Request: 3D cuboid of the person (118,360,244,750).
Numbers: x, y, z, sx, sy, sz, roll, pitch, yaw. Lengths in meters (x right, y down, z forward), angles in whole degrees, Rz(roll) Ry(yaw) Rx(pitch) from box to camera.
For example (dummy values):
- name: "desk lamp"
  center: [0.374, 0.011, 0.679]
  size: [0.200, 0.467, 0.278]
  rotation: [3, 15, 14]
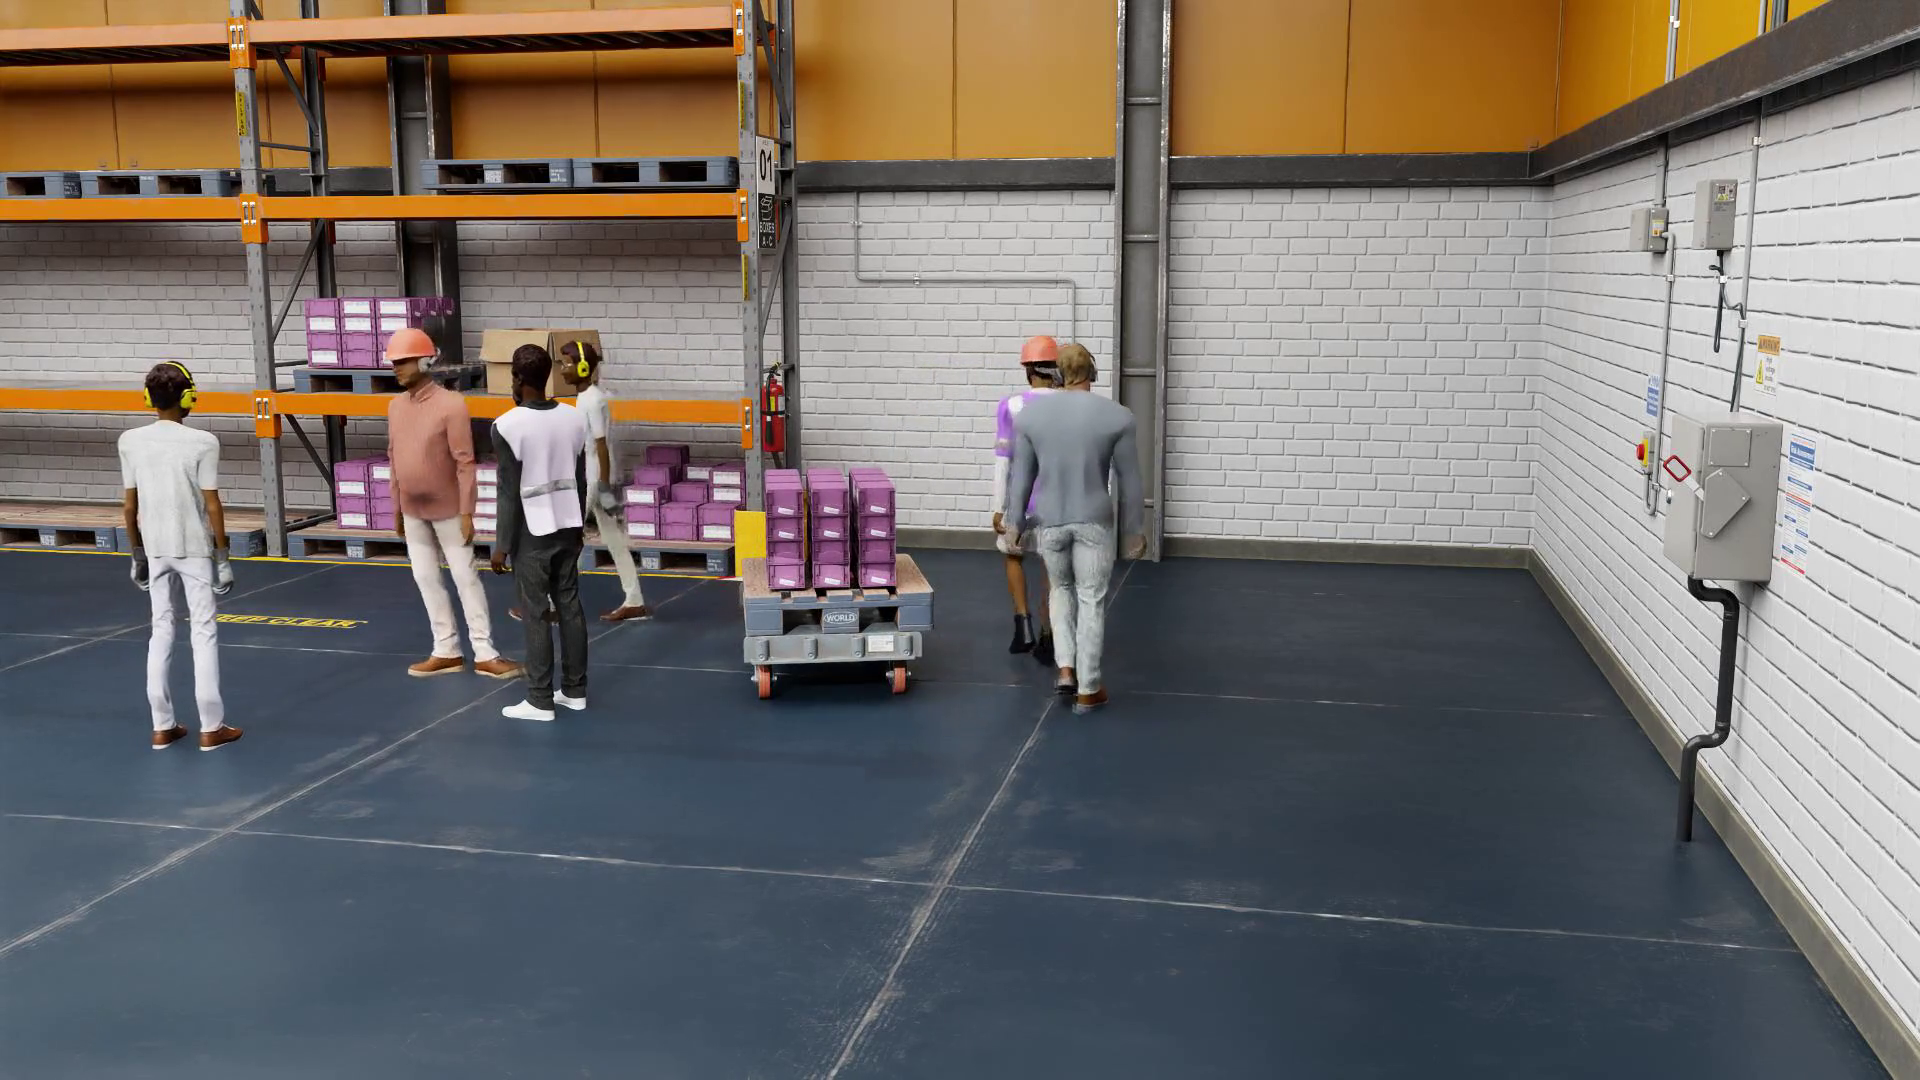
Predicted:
- name: "person"
  center: [-3.732, 0.080, 7.962]
  size: [0.510, 1.864, 0.315]
  rotation: [1, 9, 5]

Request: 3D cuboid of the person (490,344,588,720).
- name: "person"
  center: [-2.132, -0.034, 8.490]
  size: [0.388, 1.917, 0.586]
  rotation: [6, 11, 32]

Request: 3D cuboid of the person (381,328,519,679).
- name: "person"
  center: [-2.872, -0.177, 9.217]
  size: [0.773, 1.977, 0.447]
  rotation: [4, 10, 22]

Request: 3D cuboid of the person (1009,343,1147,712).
- name: "person"
  center: [0.618, -0.064, 8.692]
  size: [0.726, 1.905, 0.486]
  rotation: [3, 10, 15]

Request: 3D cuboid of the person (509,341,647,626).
- name: "person"
  center: [-2.474, -0.349, 10.680]
  size: [0.935, 1.819, 0.515]
  rotation: [-2, 10, -9]

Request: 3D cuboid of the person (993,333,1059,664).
- name: "person"
  center: [0.470, -0.231, 9.654]
  size: [0.570, 1.921, 0.409]
  rotation: [-1, 9, -6]
